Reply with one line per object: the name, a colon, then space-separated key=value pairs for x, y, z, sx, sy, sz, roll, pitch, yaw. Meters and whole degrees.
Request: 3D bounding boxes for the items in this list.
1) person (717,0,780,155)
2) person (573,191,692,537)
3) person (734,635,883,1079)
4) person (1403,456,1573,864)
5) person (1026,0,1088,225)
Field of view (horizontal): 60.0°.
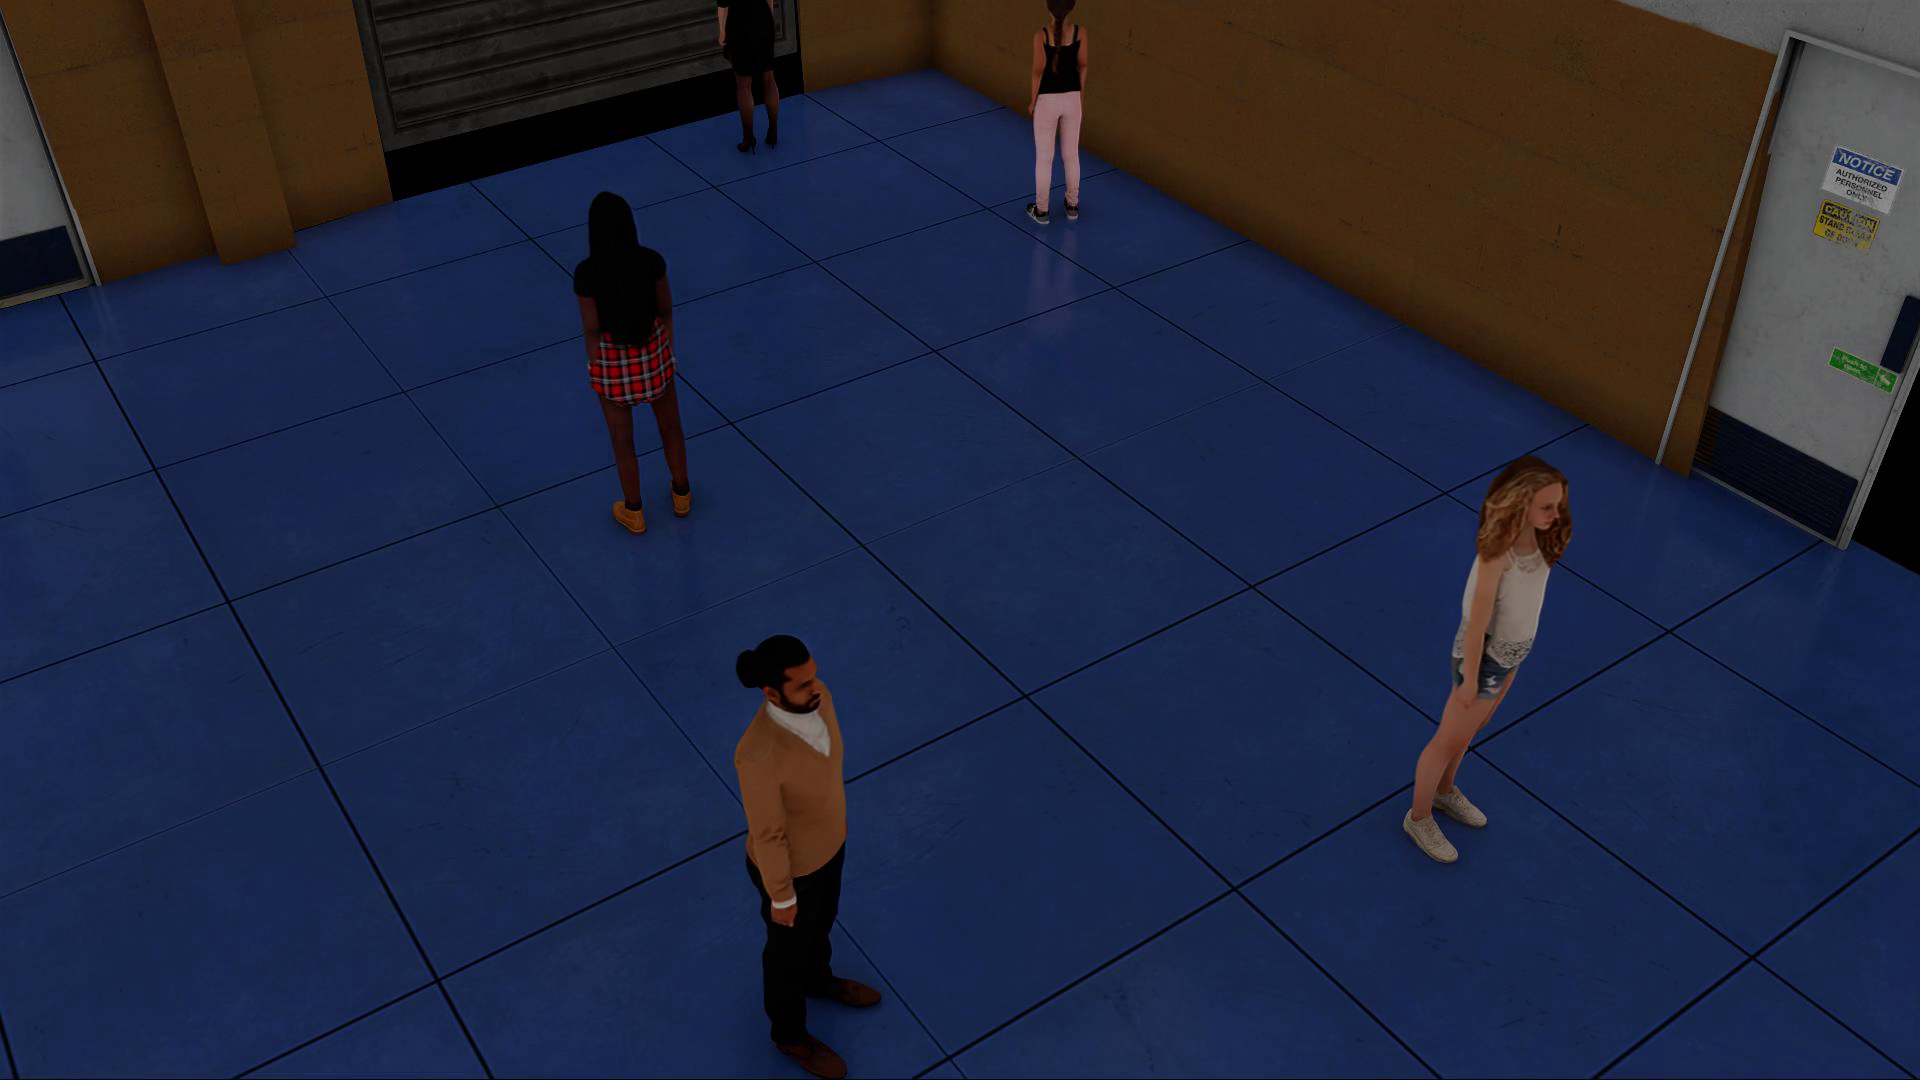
person: x=-1.434 y=-3.472 z=11.338 sx=0.440 sy=1.707 sz=0.650 roll=-21 pitch=42 yaw=-25
person: x=-1.537 y=-0.819 z=7.800 sx=0.543 sy=1.727 sz=0.679 roll=-20 pitch=41 yaw=-24
person: x=-0.516 y=0.999 z=5.354 sx=0.818 sy=1.755 sz=0.731 roll=11 pitch=38 yaw=14
person: x=1.921 y=0.428 z=6.112 sx=0.683 sy=1.758 sz=0.511 roll=29 pitch=46 yaw=33
person: x=0.623 y=-2.761 z=10.521 sx=0.549 sy=1.566 sz=0.652 roll=-9 pitch=38 yaw=-12
